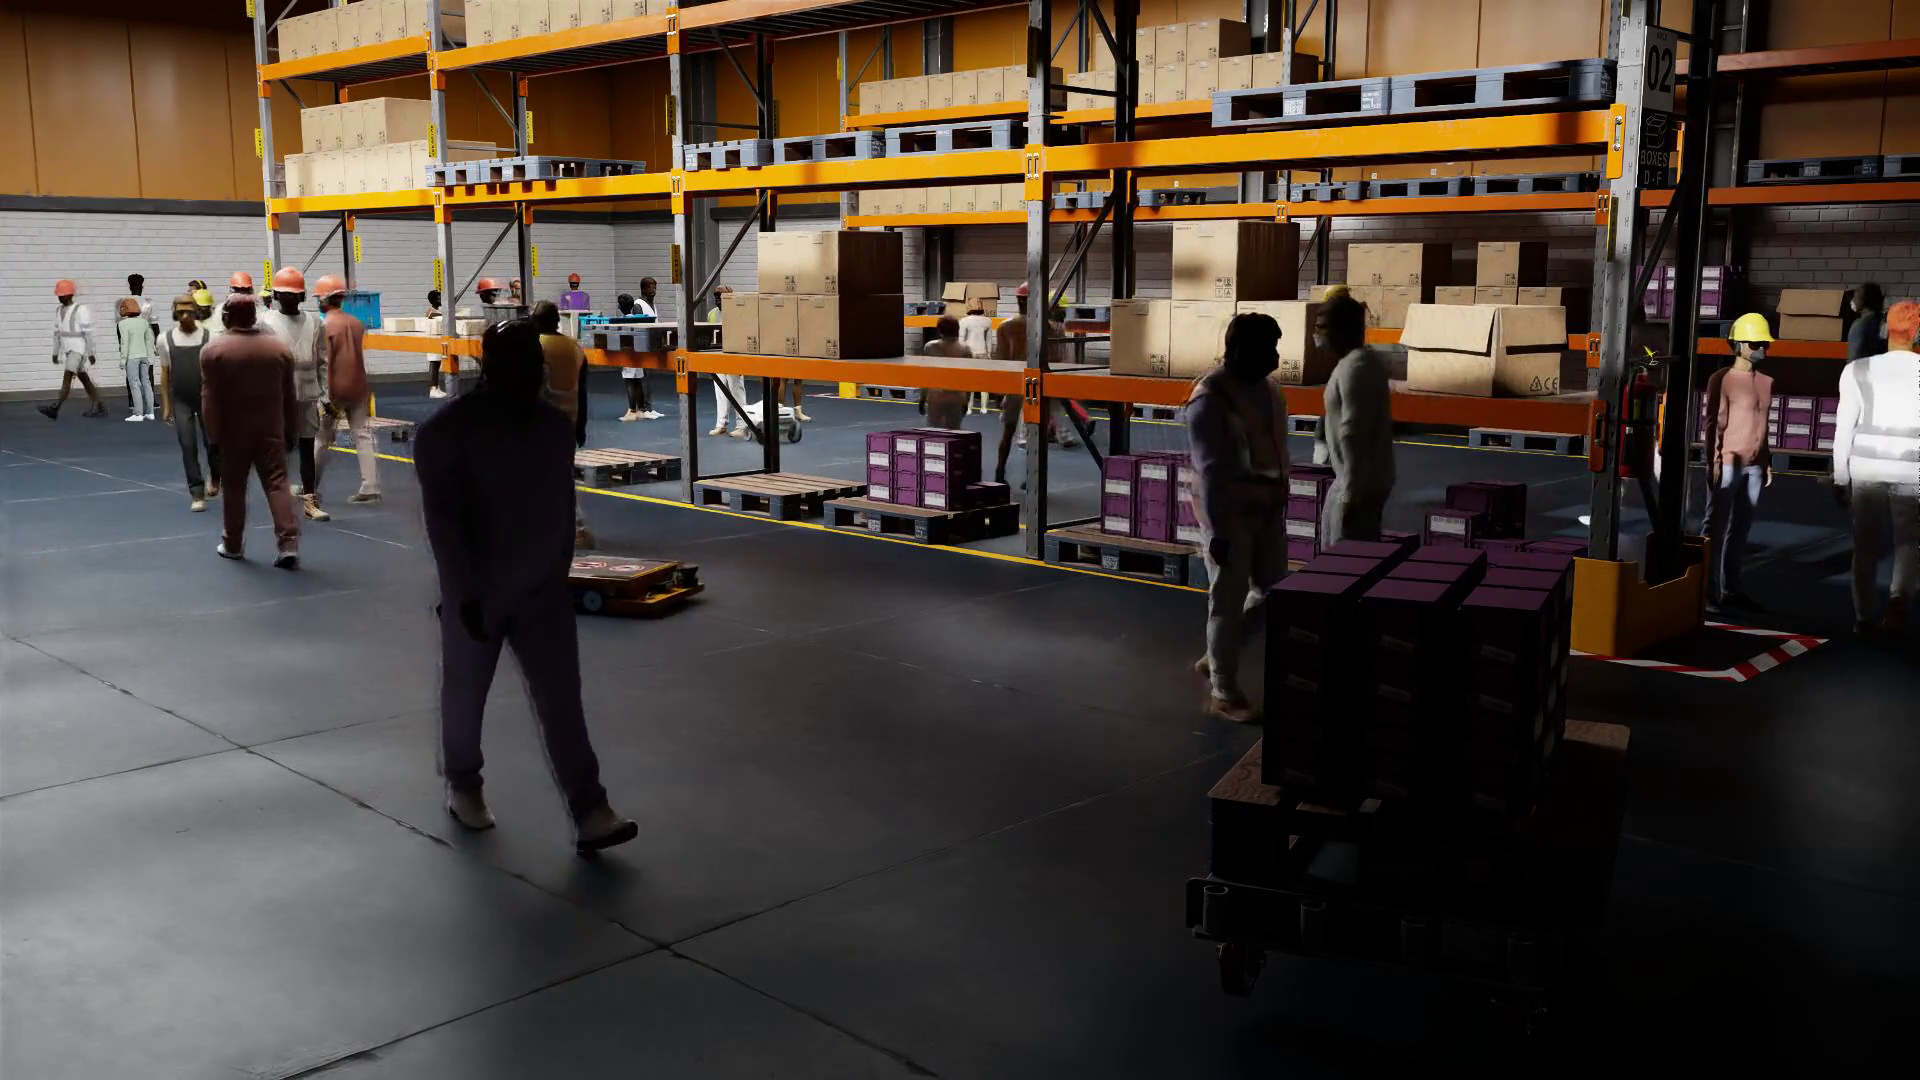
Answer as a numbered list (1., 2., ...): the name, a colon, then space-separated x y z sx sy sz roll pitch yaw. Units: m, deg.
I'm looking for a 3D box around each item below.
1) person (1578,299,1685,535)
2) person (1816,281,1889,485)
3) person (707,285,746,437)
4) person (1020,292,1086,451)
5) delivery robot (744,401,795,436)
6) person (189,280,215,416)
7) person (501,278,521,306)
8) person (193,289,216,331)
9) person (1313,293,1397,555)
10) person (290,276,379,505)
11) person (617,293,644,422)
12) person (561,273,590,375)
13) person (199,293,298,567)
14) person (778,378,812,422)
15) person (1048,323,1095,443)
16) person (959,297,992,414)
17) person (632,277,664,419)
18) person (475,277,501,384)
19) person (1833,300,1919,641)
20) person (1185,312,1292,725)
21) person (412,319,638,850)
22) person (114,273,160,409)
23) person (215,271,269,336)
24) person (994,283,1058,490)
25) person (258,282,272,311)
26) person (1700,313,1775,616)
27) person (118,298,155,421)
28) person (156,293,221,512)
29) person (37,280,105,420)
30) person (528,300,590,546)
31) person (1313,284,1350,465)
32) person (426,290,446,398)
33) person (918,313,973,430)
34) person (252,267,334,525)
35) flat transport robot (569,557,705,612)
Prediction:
1. person: 5.141 -0.935 12.582 0.652 1.847 1.031 -3 10 -16
2. person: 8.395 -1.411 15.285 0.634 1.920 0.790 -9 13 -43
3. person: -2.819 -2.157 20.093 0.624 1.836 0.431 7 12 36
4. person: 1.001 -1.856 18.442 0.763 1.781 0.619 5 11 29
5. delivery robot: -2.229 -1.454 19.383 0.477 0.478 0.707 -6 11 -35
6. person: -10.377 -2.624 22.825 0.516 1.871 0.325 7 11 36
7. person: -5.668 -2.427 21.501 0.408 1.906 0.652 4 10 21
8. person: -8.651 -2.007 19.274 0.639 1.798 0.637 1 9 6
9. person: 2.031 -0.251 8.182 0.677 1.917 0.647 2 9 9
10. person: -5.409 -1.274 14.275 0.958 1.949 0.615 4 10 25
11. person: -4.378 -2.413 22.049 0.322 1.699 0.536 3 10 16
12. person: -7.269 -4.070 31.478 0.544 1.939 0.354 -5 11 -29
13. person: -4.835 -0.745 11.349 0.667 1.865 1.006 -9 13 -43
14. person: -2.169 -2.544 21.832 0.607 2.035 0.399 -8 12 -40
15. person: 1.189 -1.957 19.161 0.671 1.721 0.597 4 10 21
16. person: 0.218 -2.564 23.199 0.497 1.627 0.270 -4 10 -25
17. person: -4.254 -2.598 22.533 0.392 1.914 0.589 1 9 6
18. person: -5.950 -2.337 20.915 0.702 1.909 0.553 -2 10 -13
19. person: 4.984 -0.348 8.900 0.572 1.866 0.685 5 10 27
20. person: 1.248 -0.098 7.440 0.641 1.831 0.429 -8 12 -42
21. person: -1.547 0.169 5.785 0.635 1.843 1.024 -8 12 -41
22. person: -11.863 -2.864 24.039 0.607 1.958 0.378 -1 9 -7
23. person: -8.075 -2.032 18.809 0.613 1.995 0.391 -8 12 -39
24. person: 0.596 -1.386 15.126 0.582 1.903 0.468 0 9 -1
25. person: -8.422 -2.274 20.649 0.970 1.886 0.588 -8 12 -40
26. person: 4.572 -0.439 9.746 0.534 1.767 0.313 -5 10 -28
27. person: -10.991 -2.398 22.160 0.265 1.632 0.507 3 10 15
28. person: -6.450 -1.165 14.029 0.535 1.822 0.681 -3 10 -18
29. person: -12.009 -2.550 22.355 0.581 1.867 1.028 5 10 28
30. person: -3.029 -0.850 12.192 0.954 1.800 0.634 6 11 32
31. person: 3.444 -1.342 14.904 0.898 1.897 0.588 6 11 33
32. person: -8.248 -3.087 26.192 0.321 1.696 0.537 -1 9 -3
33. person: -0.108 -1.248 15.134 0.556 1.614 0.520 -4 10 -24
34. person: -5.286 -1.140 13.217 0.605 2.037 0.394 -8 12 -42
35. flat transport robot: -2.347 0.243 10.133 1.431 0.197 0.652 3 10 19
